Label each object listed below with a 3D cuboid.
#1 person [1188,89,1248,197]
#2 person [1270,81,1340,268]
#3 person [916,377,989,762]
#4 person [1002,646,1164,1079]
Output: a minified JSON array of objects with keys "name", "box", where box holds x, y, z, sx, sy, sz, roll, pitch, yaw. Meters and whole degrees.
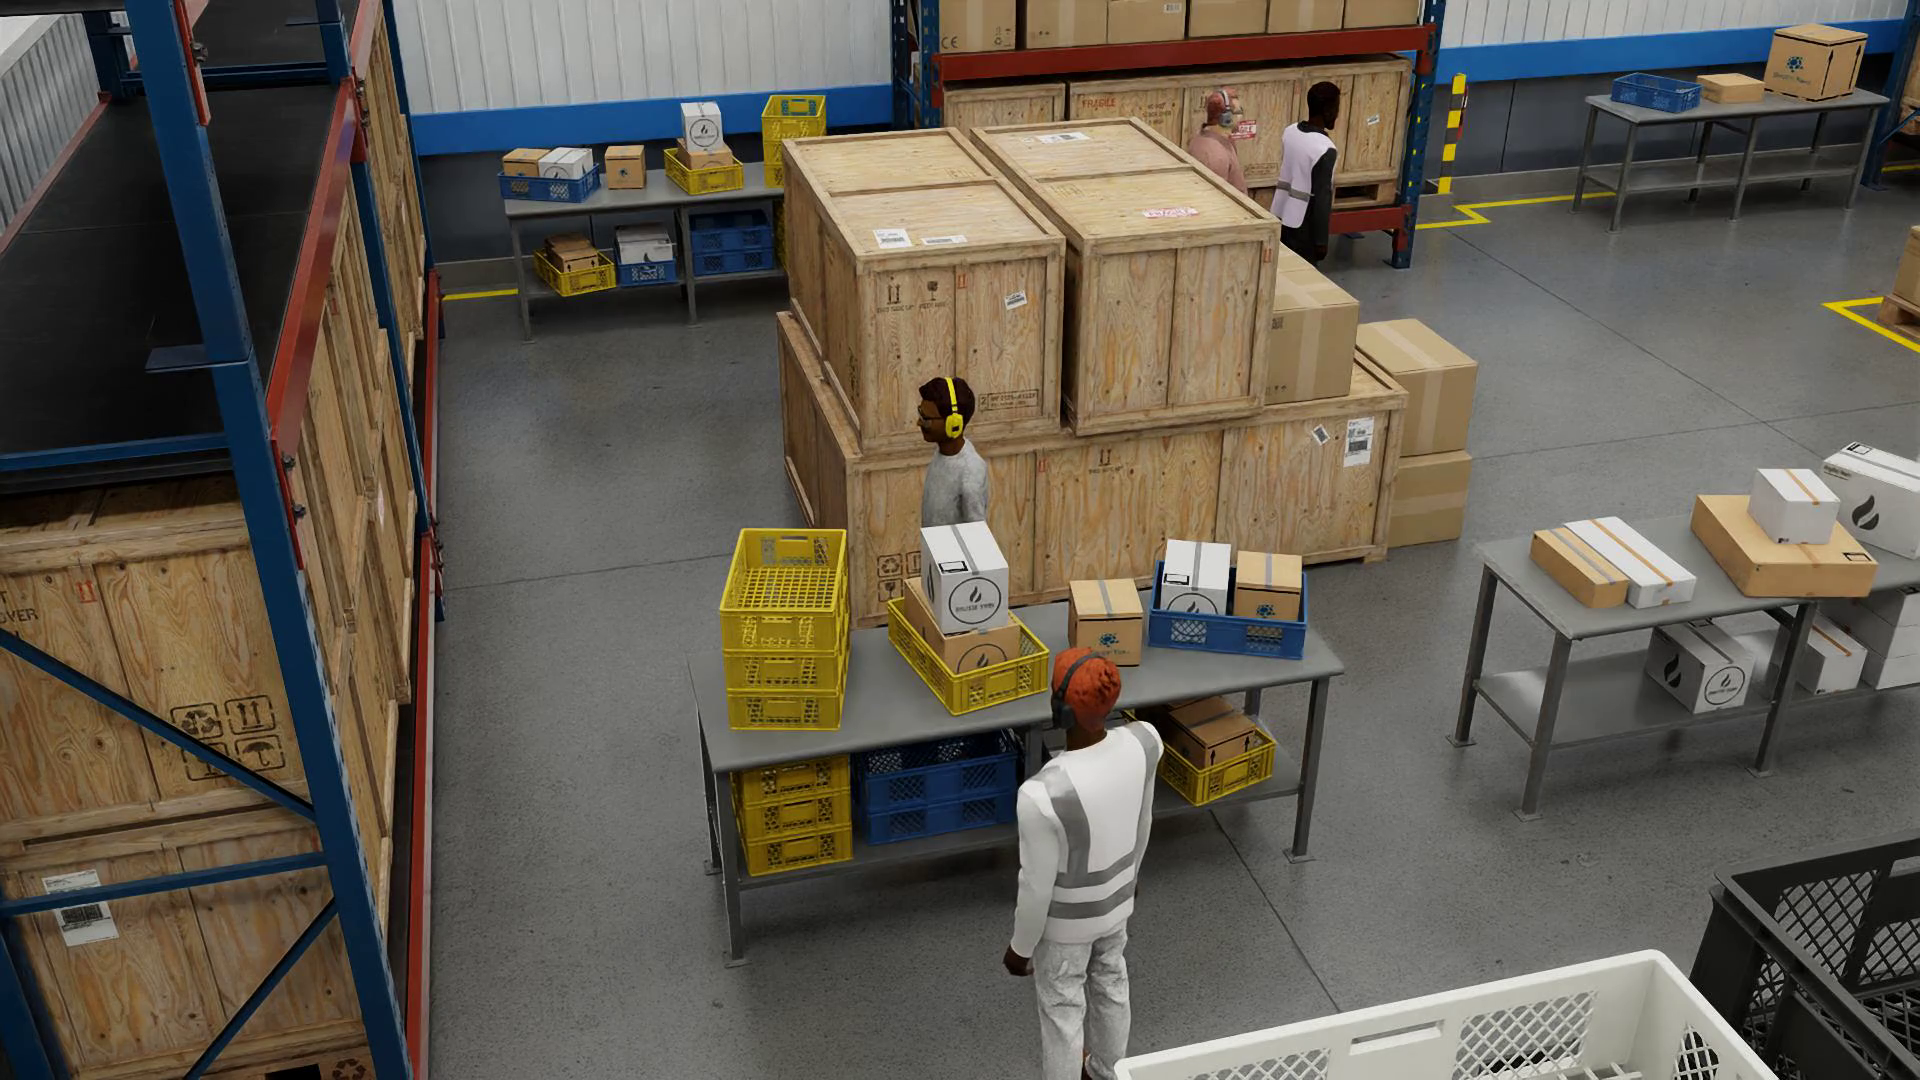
[{"name":"person","box":[1.709,-2.054,11.133,0.409,1.907,0.651,-1,29,-1]},{"name":"person","box":[2.321,-2.152,11.313,0.388,1.911,0.591,-9,30,-15]},{"name":"person","box":[-0.050,0.166,7.141,0.319,1.871,0.532,-9,30,-17]},{"name":"person","box":[0.375,1.164,5.317,0.576,1.883,0.354,-25,37,-37]}]
